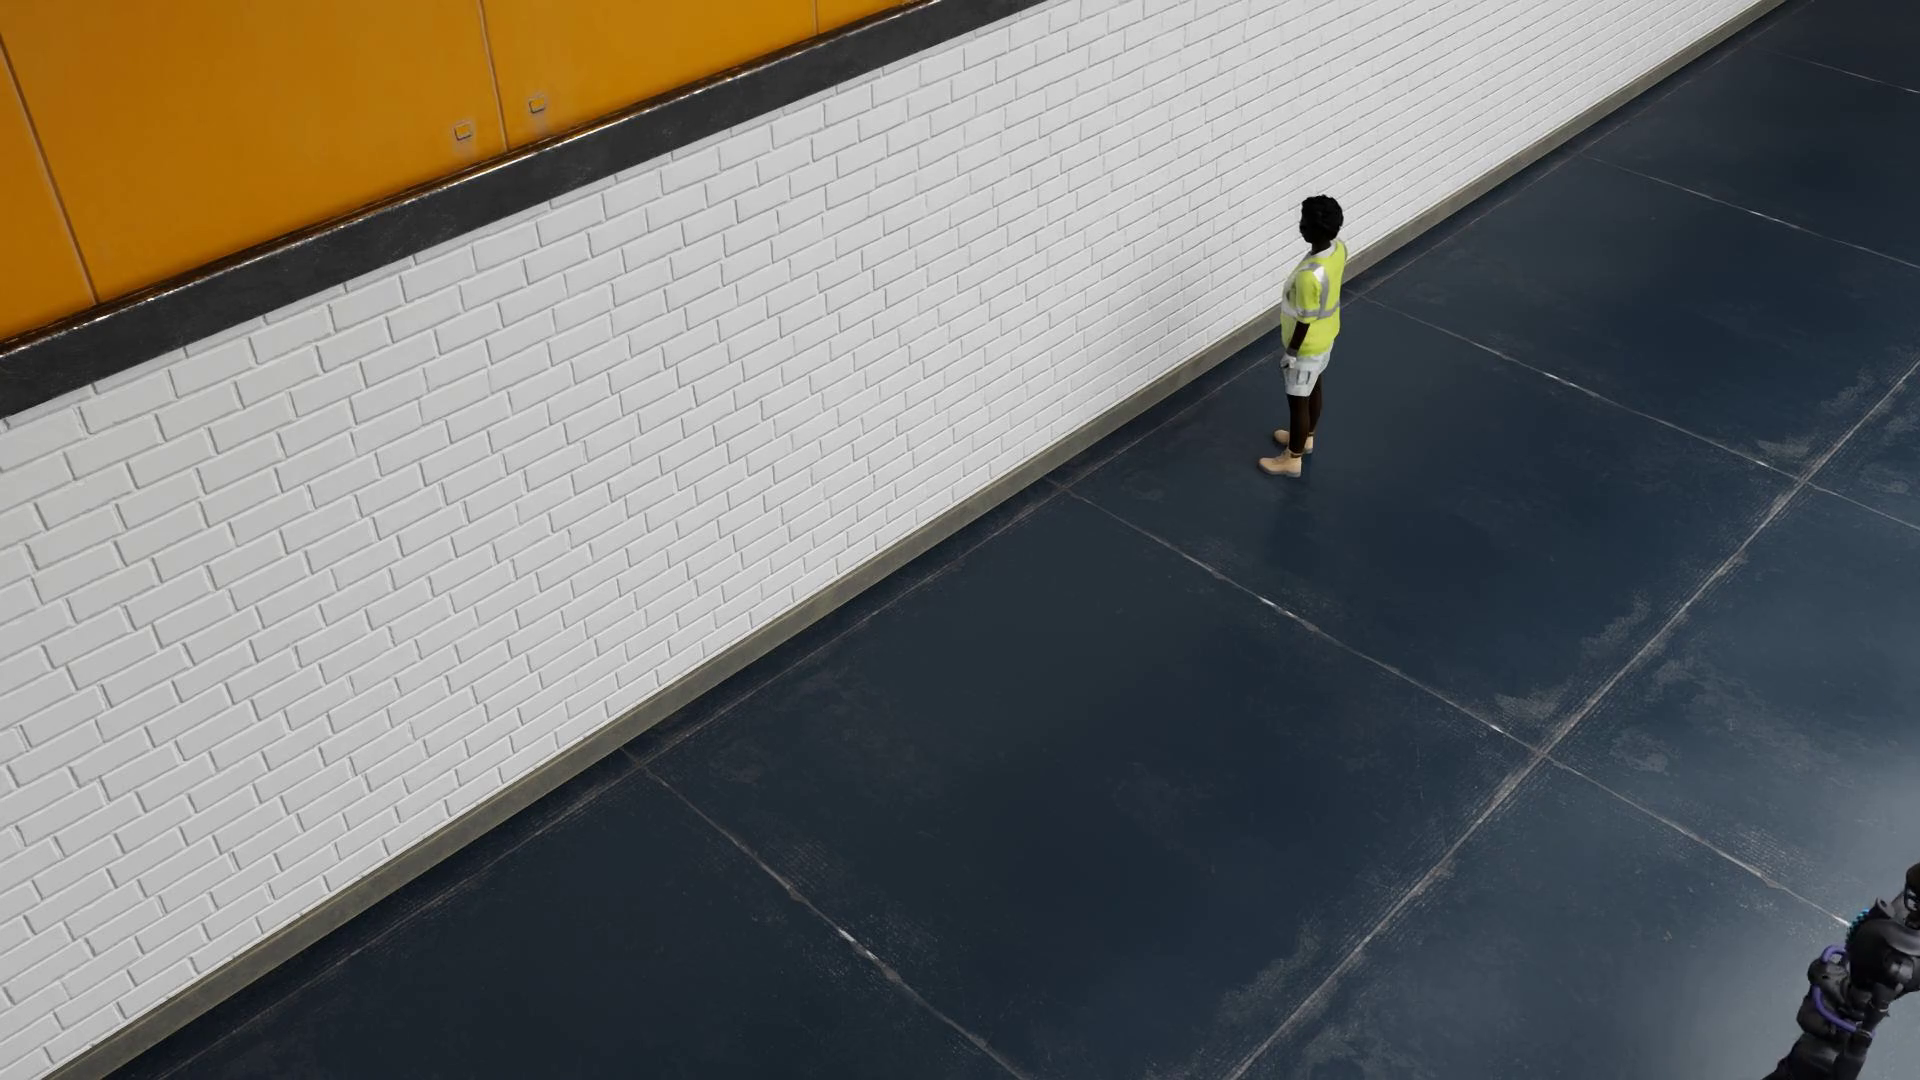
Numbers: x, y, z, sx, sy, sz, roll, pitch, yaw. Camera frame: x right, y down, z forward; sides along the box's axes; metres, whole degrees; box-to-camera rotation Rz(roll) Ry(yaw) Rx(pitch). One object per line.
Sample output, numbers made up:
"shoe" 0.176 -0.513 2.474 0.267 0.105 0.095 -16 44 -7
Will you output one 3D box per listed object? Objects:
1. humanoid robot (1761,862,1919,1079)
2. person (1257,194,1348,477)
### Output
"humanoid robot" 3.017 1.645 5.732 0.384 1.635 0.600 20 43 23
"person" 1.910 -1.120 9.175 0.319 1.697 0.532 18 42 21
